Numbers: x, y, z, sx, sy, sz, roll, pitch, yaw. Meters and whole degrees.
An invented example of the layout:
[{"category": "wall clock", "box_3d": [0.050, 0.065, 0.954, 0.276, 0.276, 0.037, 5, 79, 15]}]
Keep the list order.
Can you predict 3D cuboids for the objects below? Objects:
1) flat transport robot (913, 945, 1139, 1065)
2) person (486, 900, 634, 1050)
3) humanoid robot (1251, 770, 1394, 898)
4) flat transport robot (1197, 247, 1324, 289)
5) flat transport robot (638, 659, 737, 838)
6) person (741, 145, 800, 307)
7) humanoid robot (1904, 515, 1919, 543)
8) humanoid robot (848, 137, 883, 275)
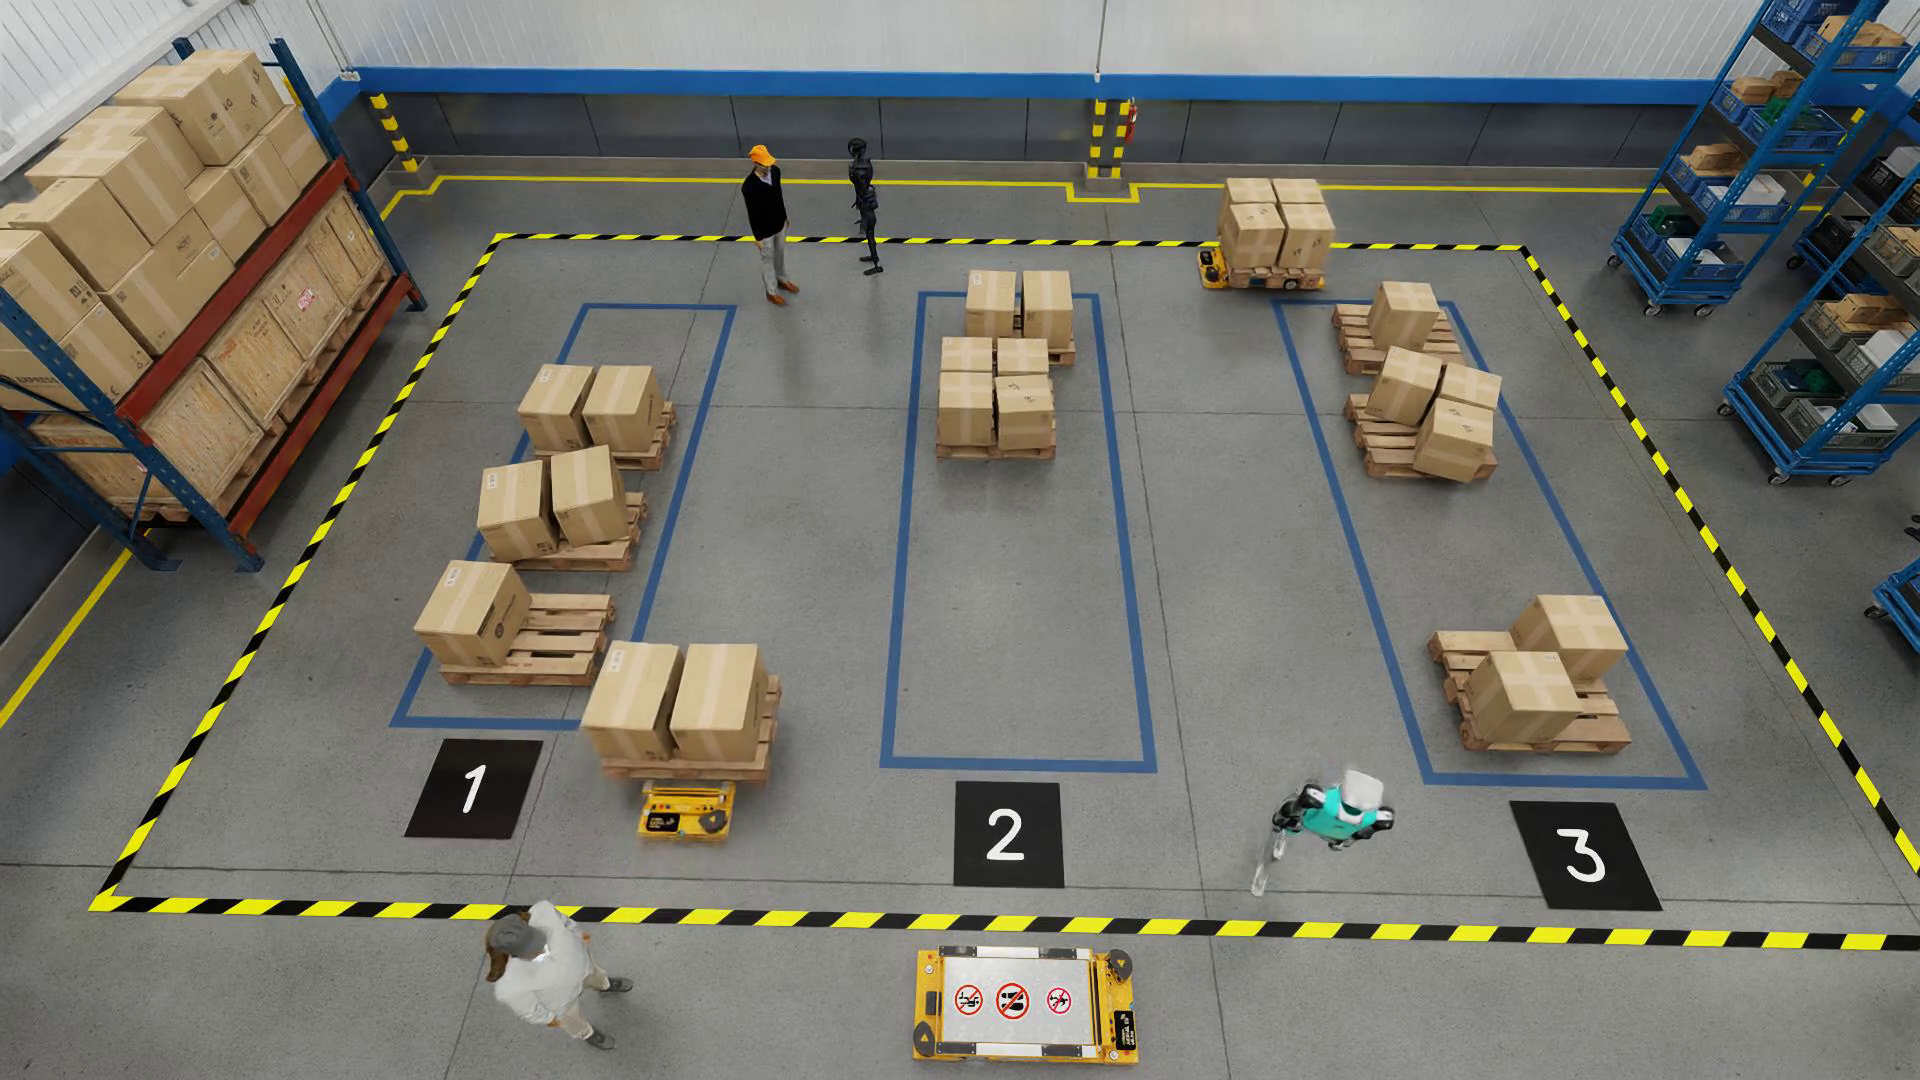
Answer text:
[{"category": "flat transport robot", "box_3d": [0.422, 3.041, 6.007, 1.431, 0.231, 0.659, 1, 51, 1]}, {"category": "person", "box_3d": [-2.380, 2.573, 5.419, 0.397, 1.768, 0.572, 5, 51, 4]}, {"category": "humanoid robot", "box_3d": [2.370, 1.771, 6.097, 0.556, 1.770, 0.821, 14, 52, 11]}, {"category": "flat transport robot", "box_3d": [3.673, -3.350, 11.199, 1.431, 0.197, 0.652, 1, 51, 1]}, {"category": "flat transport robot", "box_3d": [-2.034, 1.593, 7.170, 0.652, 0.197, 1.431, 1, 51, 1]}, {"category": "person", "box_3d": [-2.125, -3.544, 10.332, 0.383, 1.883, 0.588, 24, 55, 18]}, {"category": "humanoid robot", "box_3d": [9.180, -0.607, 8.062, 0.599, 1.657, 0.315, -31, 57, -23]}, {"category": "humanoid robot", "box_3d": [-1.121, -3.908, 10.754, 0.315, 1.655, 0.599, -8, 51, -7]}]
